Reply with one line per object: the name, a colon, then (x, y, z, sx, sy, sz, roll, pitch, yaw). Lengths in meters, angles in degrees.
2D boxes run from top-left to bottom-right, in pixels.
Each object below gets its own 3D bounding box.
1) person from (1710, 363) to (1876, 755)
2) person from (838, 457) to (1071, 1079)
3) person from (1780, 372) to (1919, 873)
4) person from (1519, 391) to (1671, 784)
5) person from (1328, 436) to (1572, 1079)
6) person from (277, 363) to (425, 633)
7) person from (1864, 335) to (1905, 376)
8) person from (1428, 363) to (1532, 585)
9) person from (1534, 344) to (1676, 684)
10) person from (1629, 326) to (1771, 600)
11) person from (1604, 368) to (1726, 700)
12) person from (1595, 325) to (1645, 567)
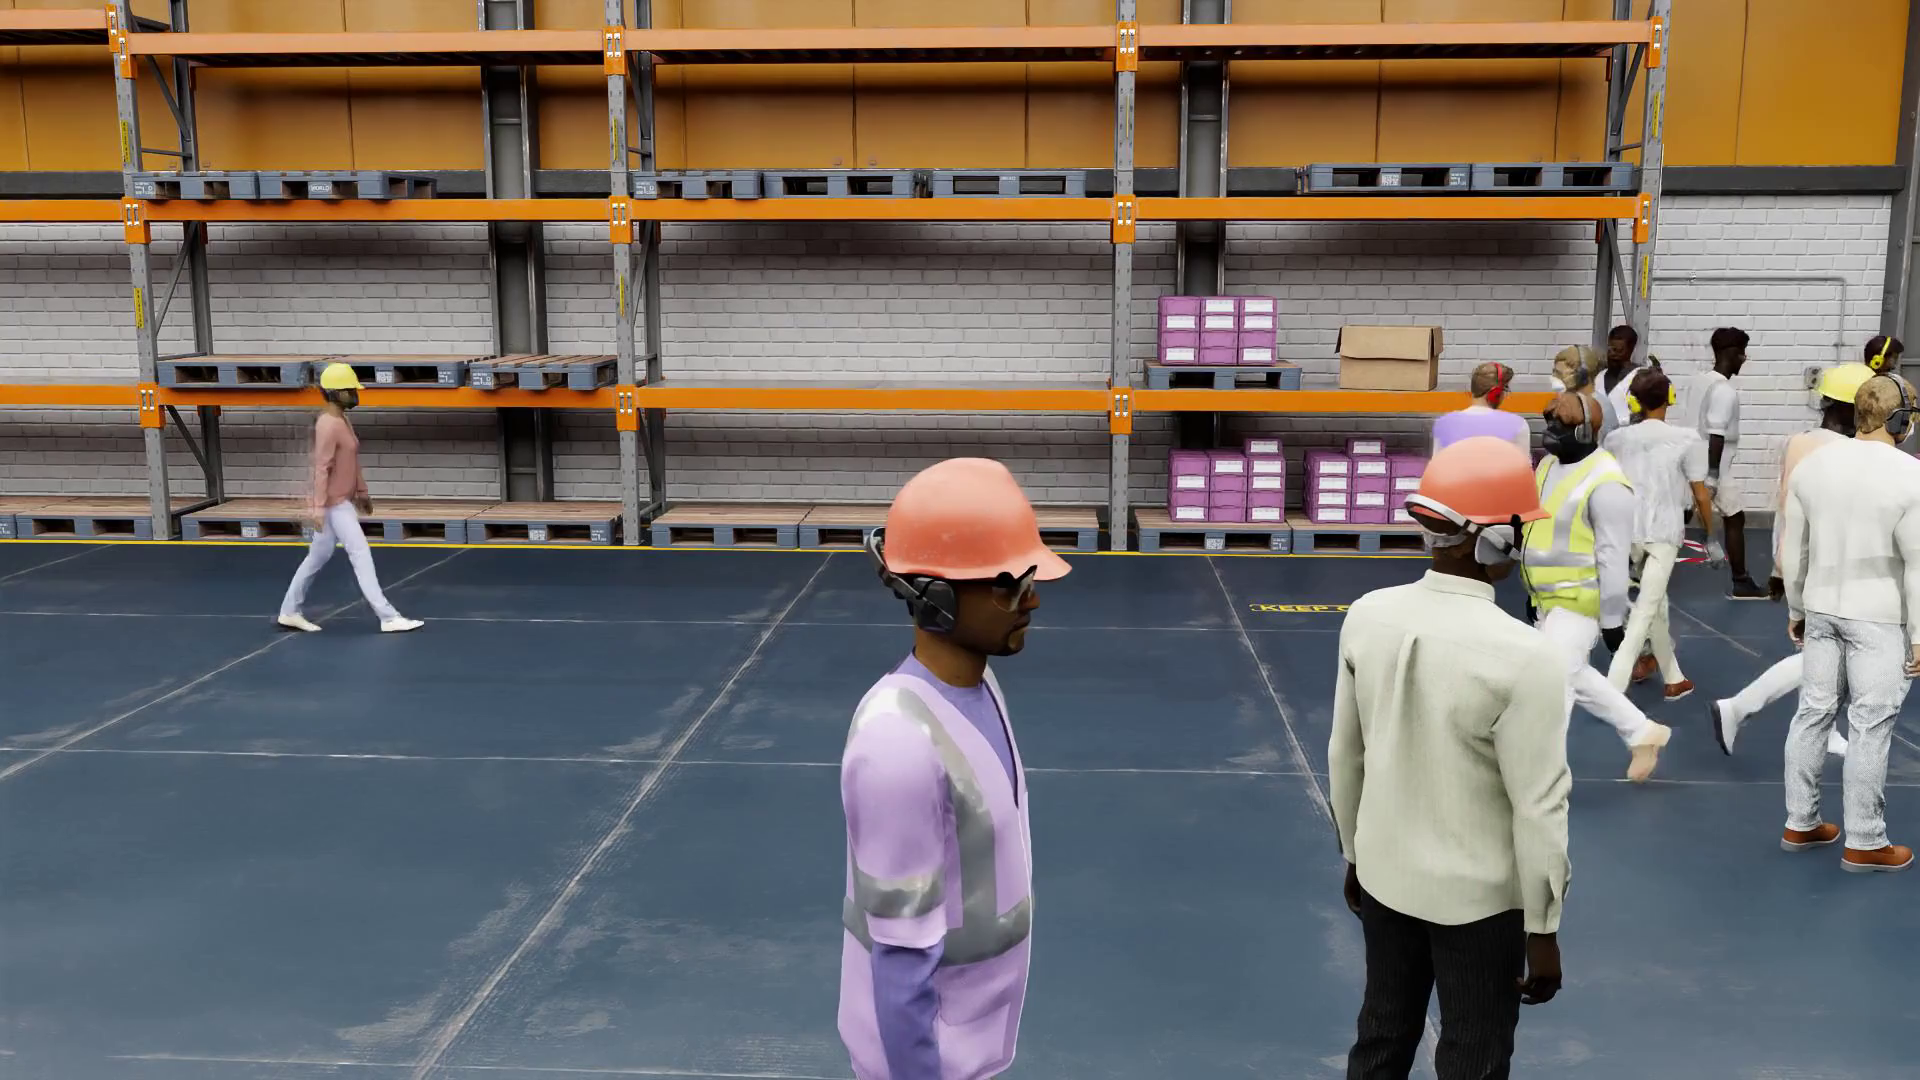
person: (3.936, 0.122, 7.735, 0.807, 1.895, 0.590, 0, 10, -2)
person: (-0.009, 0.870, 2.934, 0.392, 2.045, 0.608, 2, 10, 11)
person: (3.502, 0.316, 6.486, 0.352, 1.937, 0.635, -4, 11, -25)
person: (2.743, 0.252, 7.226, 0.811, 1.817, 0.622, 0, 10, -2)
person: (1.097, 0.760, 3.720, 0.386, 1.992, 0.625, -6, 11, -31)
person: (-3.905, -0.250, 10.439, 0.913, 1.720, 0.555, -2, 10, -10)
person: (6.385, -0.548, 11.921, 0.682, 1.810, 0.683, 0, 10, 1)
person: (3.025, -0.138, 9.626, 1.034, 1.778, 0.565, -9, 13, -42)
person: (3.504, -0.127, 9.180, 0.838, 1.913, 0.628, 0, 10, 0)
person: (5.140, -0.531, 11.564, 0.992, 1.916, 0.601, 0, 10, 0)
person: (3.602, 0.015, 8.677, 1.016, 1.809, 0.545, -7, 12, -36)
person: (4.744, -0.596, 11.983, 0.655, 1.893, 0.606, -3, 10, -17)
